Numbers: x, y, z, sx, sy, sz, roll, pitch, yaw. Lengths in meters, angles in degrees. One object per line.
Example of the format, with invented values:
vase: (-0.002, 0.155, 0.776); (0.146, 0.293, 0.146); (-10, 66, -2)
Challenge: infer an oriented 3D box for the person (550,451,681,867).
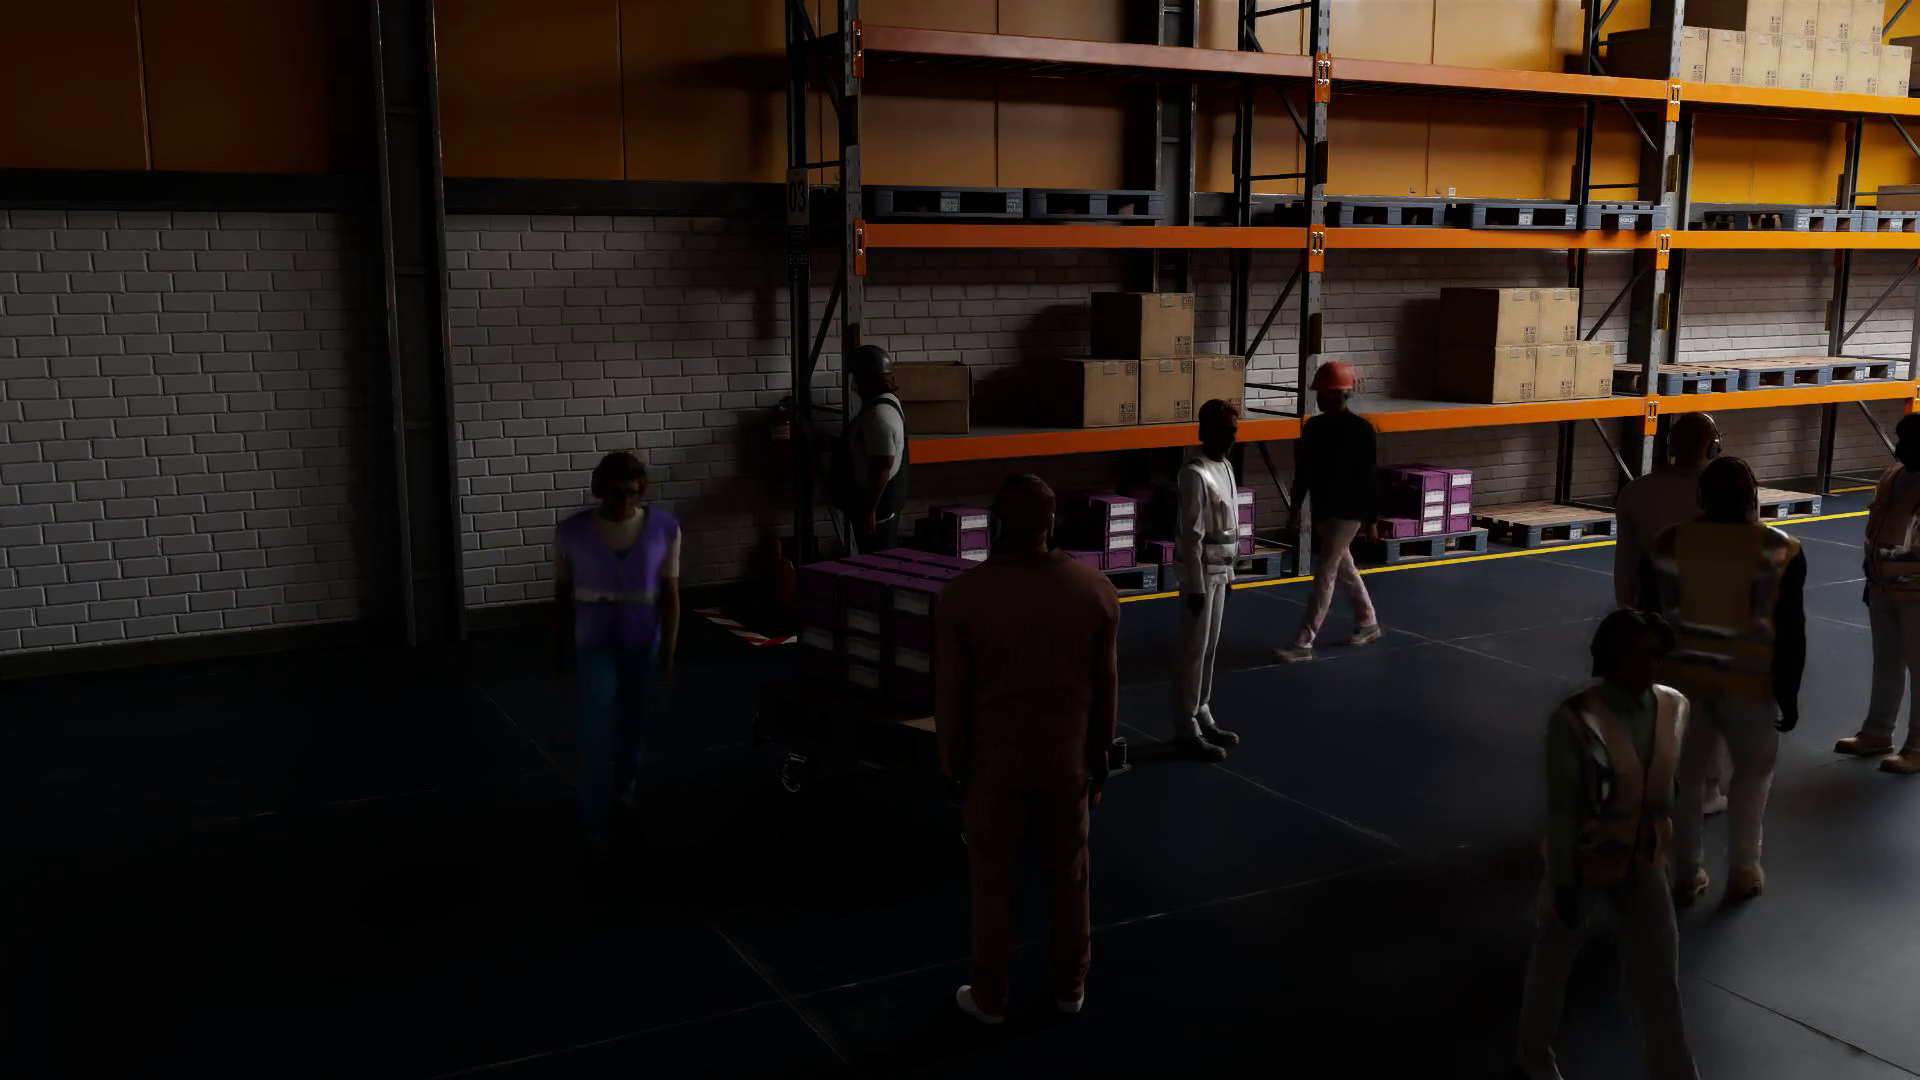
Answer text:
person: (-1.548, 0.468, 7.495); (0.571, 1.798, 0.897); (-3, 10, -19)

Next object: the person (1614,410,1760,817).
person: (3.413, 0.345, 7.833); (0.643, 1.912, 0.410); (7, 12, 34)

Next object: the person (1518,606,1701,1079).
person: (1.977, 1.002, 4.945); (0.539, 1.597, 0.838); (-3, 10, -16)

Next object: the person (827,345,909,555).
person: (-0.607, -0.270, 11.001); (0.536, 2.000, 0.676); (1, 10, 4)

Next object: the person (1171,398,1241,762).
person: (1.305, 0.199, 8.751); (0.362, 1.883, 0.575); (5, 11, 26)

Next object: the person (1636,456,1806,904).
person: (3.101, 0.562, 6.801); (0.662, 1.828, 0.617); (7, 12, 35)

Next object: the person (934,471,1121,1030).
person: (0.217, 0.718, 5.684); (0.642, 1.913, 0.408); (-2, 10, -14)

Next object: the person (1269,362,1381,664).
person: (2.454, -0.199, 10.891); (1.039, 1.944, 0.649); (-6, 11, -29)

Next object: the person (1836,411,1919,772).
person: (4.855, 0.259, 8.523); (0.430, 1.845, 0.619); (-1, 10, -8)
